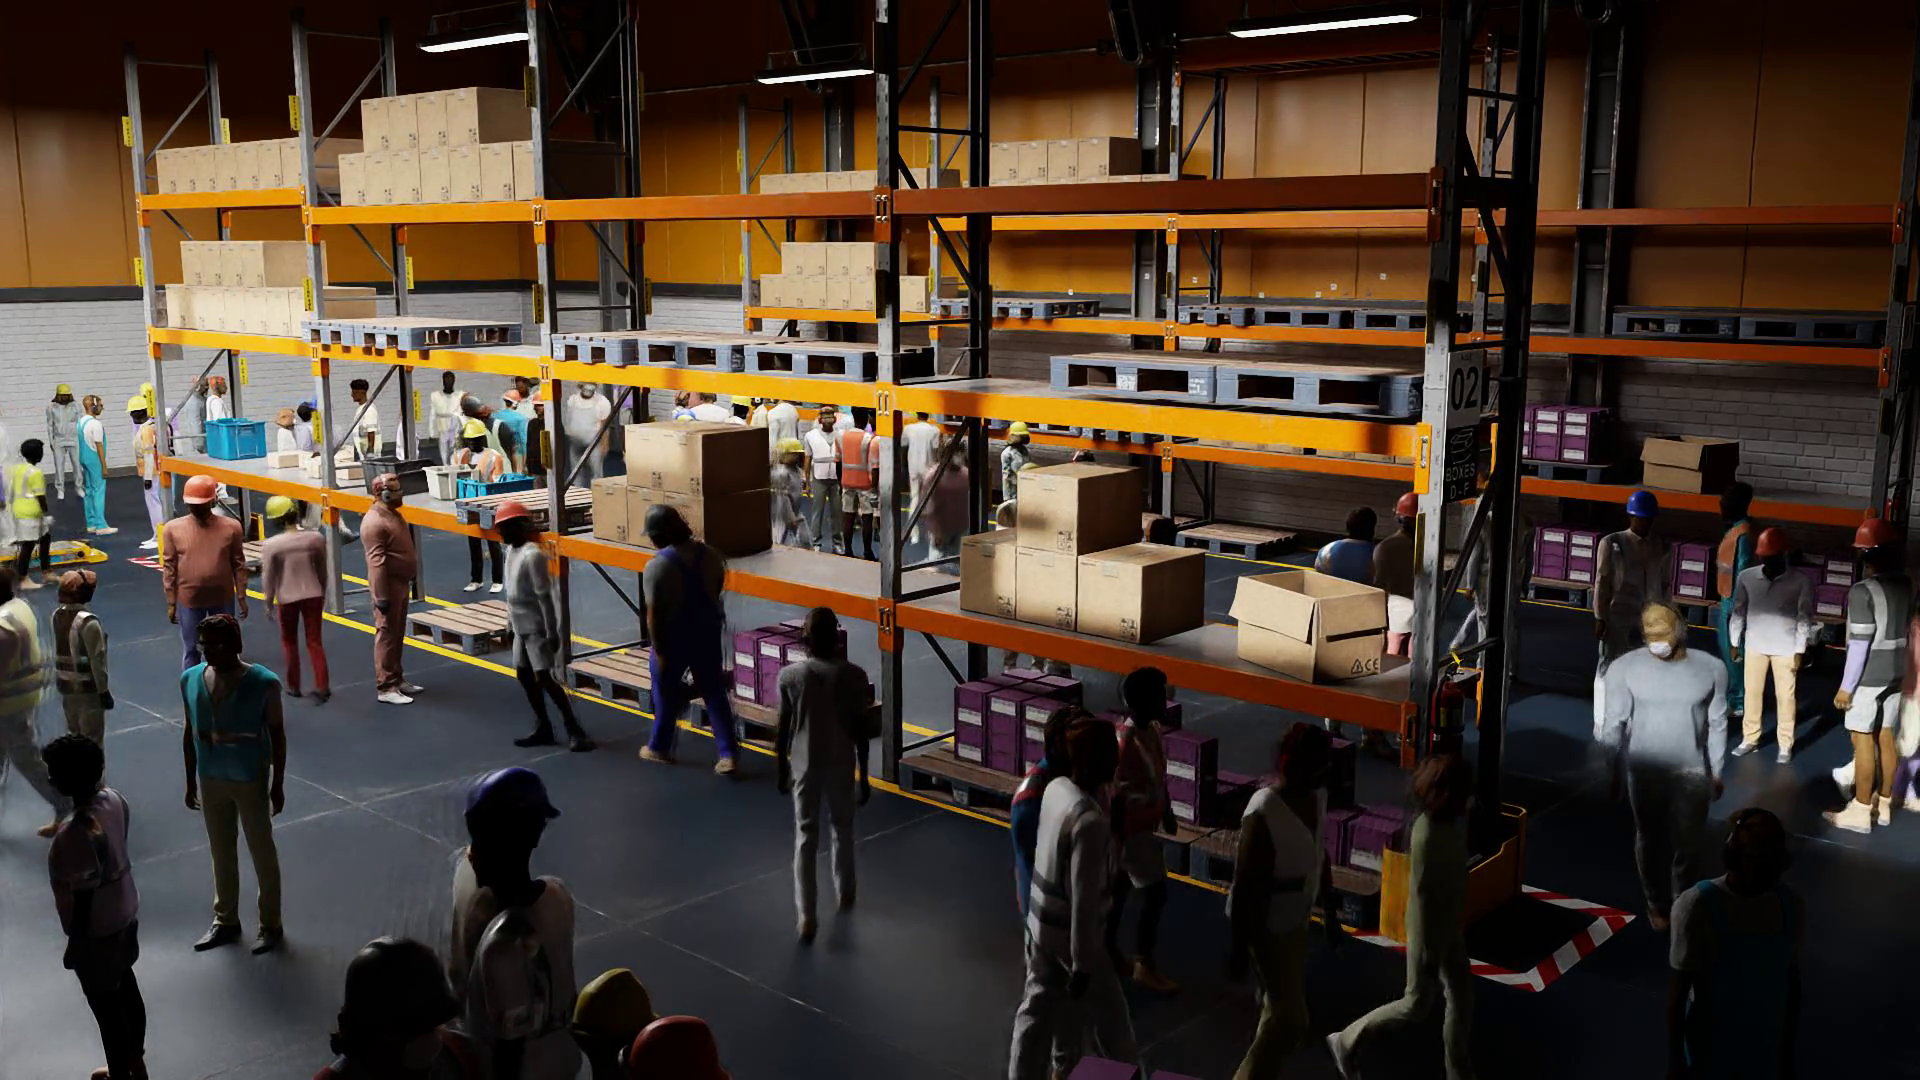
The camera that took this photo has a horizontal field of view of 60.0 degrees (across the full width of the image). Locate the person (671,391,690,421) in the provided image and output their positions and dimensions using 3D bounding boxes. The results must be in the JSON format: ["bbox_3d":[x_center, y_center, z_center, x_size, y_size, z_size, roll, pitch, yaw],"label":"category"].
[{"bbox_3d":[-4.136,-1.410,24.796,0.311,1.638,0.521,3,10,16],"label":"person"}]

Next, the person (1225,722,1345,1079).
[{"bbox_3d":[1.352,1.640,7.034,0.445,1.823,0.604,7,12,35],"label":"person"}]

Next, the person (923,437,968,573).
[{"bbox_3d":[-0.128,-0.099,16.714,0.628,1.903,1.020,-6,12,-32],"label":"person"}]

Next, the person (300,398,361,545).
[{"bbox_3d":[-8.025,-0.889,21.130,0.985,1.892,0.636,4,11,22],"label":"person"}]

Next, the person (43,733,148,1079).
[{"bbox_3d":[-3.769,1.665,7.262,0.320,1.693,0.531,-2,10,-10],"label":"person"}]

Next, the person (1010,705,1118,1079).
[{"bbox_3d":[0.460,1.605,7.221,0.431,1.836,0.619,6,12,29],"label":"person"}]

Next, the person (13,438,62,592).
[{"bbox_3d":[-10.133,-0.285,18.320,0.657,1.676,0.541,-9,13,-40],"label":"person"}]

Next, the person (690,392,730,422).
[{"bbox_3d":[-3.350,-1.110,22.257,0.627,1.941,0.373,1,10,7],"label":"person"}]

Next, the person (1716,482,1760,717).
[{"bbox_3d":[6.246,0.481,13.386,0.374,1.906,0.667,3,10,16],"label":"person"}]

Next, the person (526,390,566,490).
[{"bbox_3d":[-5.179,-0.873,20.752,0.618,1.997,0.373,6,12,30],"label":"person"}]

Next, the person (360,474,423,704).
[{"bbox_3d":[-4.708,0.398,13.821,0.408,1.906,0.653,-1,10,-4],"label":"person"}]

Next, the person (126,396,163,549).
[{"bbox_3d":[-10.195,-0.851,20.873,0.394,1.913,0.591,-5,11,-25],"label":"person"}]

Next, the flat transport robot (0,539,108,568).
[{"bbox_3d":[-10.917,0.195,19.591,1.431,0.197,0.652,-9,14,-43],"label":"flat transport robot"}]

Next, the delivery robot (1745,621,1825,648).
[{"bbox_3d":[7.376,0.823,14.972,0.707,0.478,0.477,6,12,31],"label":"delivery robot"}]

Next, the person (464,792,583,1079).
[{"bbox_3d":[-1.486,1.810,5.675,0.367,1.966,0.614,0,10,3],"label":"person"}]

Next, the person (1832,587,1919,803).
[{"bbox_3d":[6.299,1.037,11.046,0.761,1.601,0.503,5,11,28],"label":"person"}]

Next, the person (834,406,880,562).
[{"bbox_3d":[-1.183,-0.658,19.621,0.614,1.963,0.361,5,11,28],"label":"person"}]

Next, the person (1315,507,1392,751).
[{"bbox_3d":[2.985,0.661,12.515,0.634,1.841,0.429,6,12,33],"label":"person"}]

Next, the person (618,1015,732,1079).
[{"bbox_3d":[-0.791,2.119,4.573,0.356,1.736,0.579,-2,10,-13],"label":"person"}]

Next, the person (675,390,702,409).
[{"bbox_3d":[-4.137,-1.707,25.707,0.410,1.913,0.643,2,10,12],"label":"person"}]

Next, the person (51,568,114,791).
[{"bbox_3d":[-5.889,1.007,11.171,0.522,1.632,0.314,8,13,37],"label":"person"}]

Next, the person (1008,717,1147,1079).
[{"bbox_3d":[0.577,1.633,6.992,0.911,1.841,0.600,-3,11,-18],"label":"person"}]

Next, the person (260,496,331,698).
[{"bbox_3d":[-5.534,0.482,13.839,0.555,1.729,0.425,-8,13,-38],"label":"person"}]

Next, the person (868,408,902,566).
[{"bbox_3d":[-0.895,-0.618,19.432,0.385,1.957,0.603,4,11,20],"label":"person"}]

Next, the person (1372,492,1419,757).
[{"bbox_3d":[3.308,0.619,12.359,0.621,1.986,0.409,-6,12,-30],"label":"person"}]

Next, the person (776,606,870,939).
[{"bbox_3d":[-0.763,1.256,9.236,0.527,1.838,0.604,0,10,1],"label":"person"}]

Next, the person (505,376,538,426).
[{"bbox_3d":[-6.515,-1.541,24.969,0.626,1.870,0.875,-3,11,-19],"label":"person"}]

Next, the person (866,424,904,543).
[{"bbox_3d":[-0.932,-0.913,21.198,0.390,1.923,0.548,10,14,43],"label":"person"}]

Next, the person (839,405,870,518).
[{"bbox_3d":[-1.414,-1.334,23.223,0.388,2.045,0.605,-9,14,-43],"label":"person"}]

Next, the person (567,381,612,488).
[{"bbox_3d":[-5.326,-1.447,23.873,0.704,2.000,0.579,2,10,12],"label":"person"}]

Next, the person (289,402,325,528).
[{"bbox_3d":[-8.736,-1.005,22.347,0.535,1.697,0.318,-1,10,-4],"label":"person"}]

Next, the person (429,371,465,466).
[{"bbox_3d":[-7.870,-1.682,25.681,0.611,1.885,0.909,-1,10,-8],"label":"person"}]

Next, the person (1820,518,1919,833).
[{"bbox_3d":[5.876,0.873,10.756,0.609,2.040,0.394,-6,12,-30],"label":"person"}]

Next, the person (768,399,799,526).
[{"bbox_3d":[-2.398,-1.146,22.505,0.367,1.932,0.623,4,11,24],"label":"person"}]

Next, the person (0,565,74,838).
[{"bbox_3d":[-6.043,1.033,10.541,0.870,1.805,0.635,-4,11,-21],"label":"person"}]

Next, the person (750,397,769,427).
[{"bbox_3d":[-2.953,-1.381,24.360,0.355,1.739,0.573,-2,10,-13],"label":"person"}]

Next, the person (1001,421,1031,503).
[{"bbox_3d":[0.681,-0.524,19.492,0.288,1.746,0.487,8,13,39],"label":"person"}]
